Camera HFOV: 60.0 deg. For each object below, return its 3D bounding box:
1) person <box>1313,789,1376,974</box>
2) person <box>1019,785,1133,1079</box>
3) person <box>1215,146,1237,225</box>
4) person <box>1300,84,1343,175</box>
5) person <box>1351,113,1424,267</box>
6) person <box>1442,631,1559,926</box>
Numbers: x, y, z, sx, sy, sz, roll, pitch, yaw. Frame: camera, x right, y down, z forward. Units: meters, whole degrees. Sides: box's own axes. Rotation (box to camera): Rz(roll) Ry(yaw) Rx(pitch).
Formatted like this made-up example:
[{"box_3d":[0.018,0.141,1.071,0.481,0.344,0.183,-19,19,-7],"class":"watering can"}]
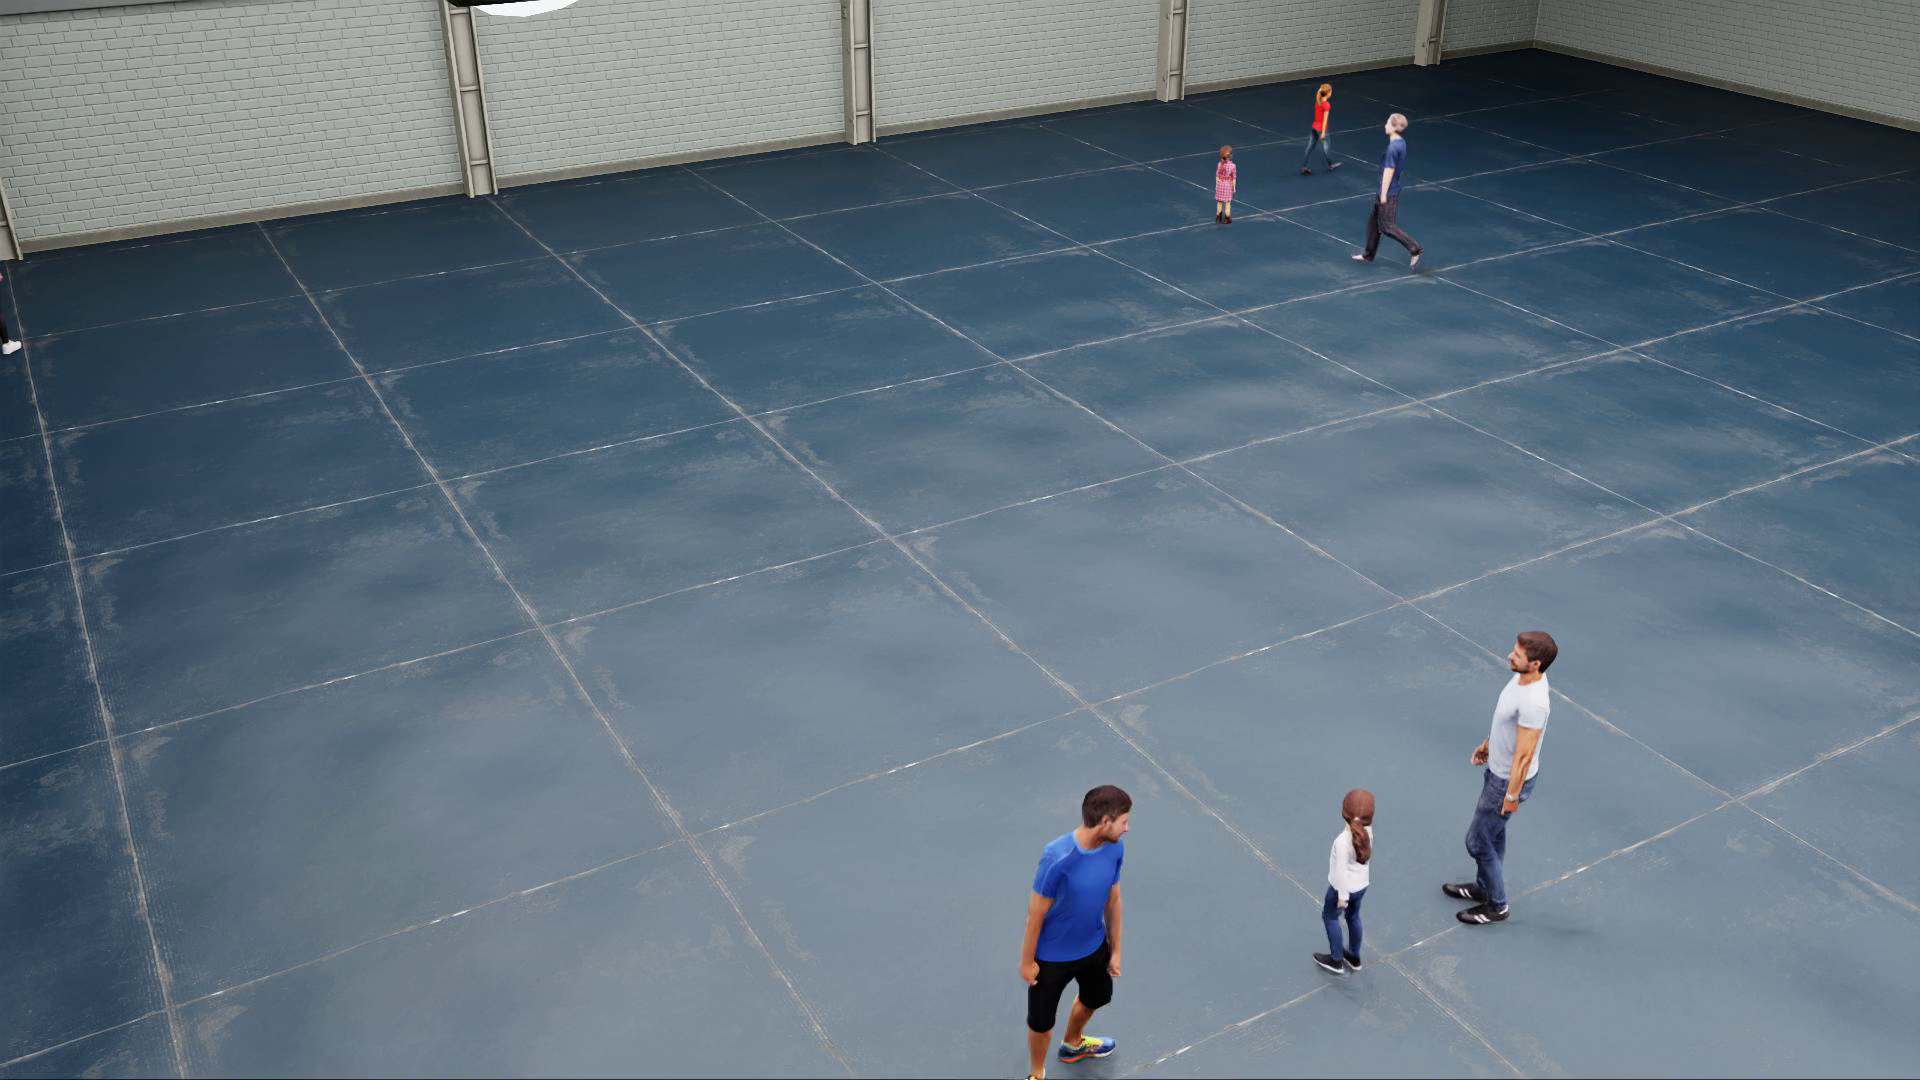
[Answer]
[{"box_3d":[2.155,1.889,9.103,0.561,1.087,0.455,21,34,34],"class":"person"},{"box_3d":[0.471,1.984,8.102,0.496,1.835,0.922,-8,28,-14],"class":"person"},{"box_3d":[3.503,-4.696,21.962,0.502,1.022,0.550,12,29,21],"class":"person"},{"box_3d":[5.138,-5.911,24.038,0.877,1.282,0.503,-13,30,-23],"class":"person"},{"box_3d":[5.256,-4.178,20.062,1.132,1.841,1.142,11,29,21],"class":"person"},{"box_3d":[3.145,1.323,9.354,0.844,1.863,0.780,8,28,15],"class":"person"}]
